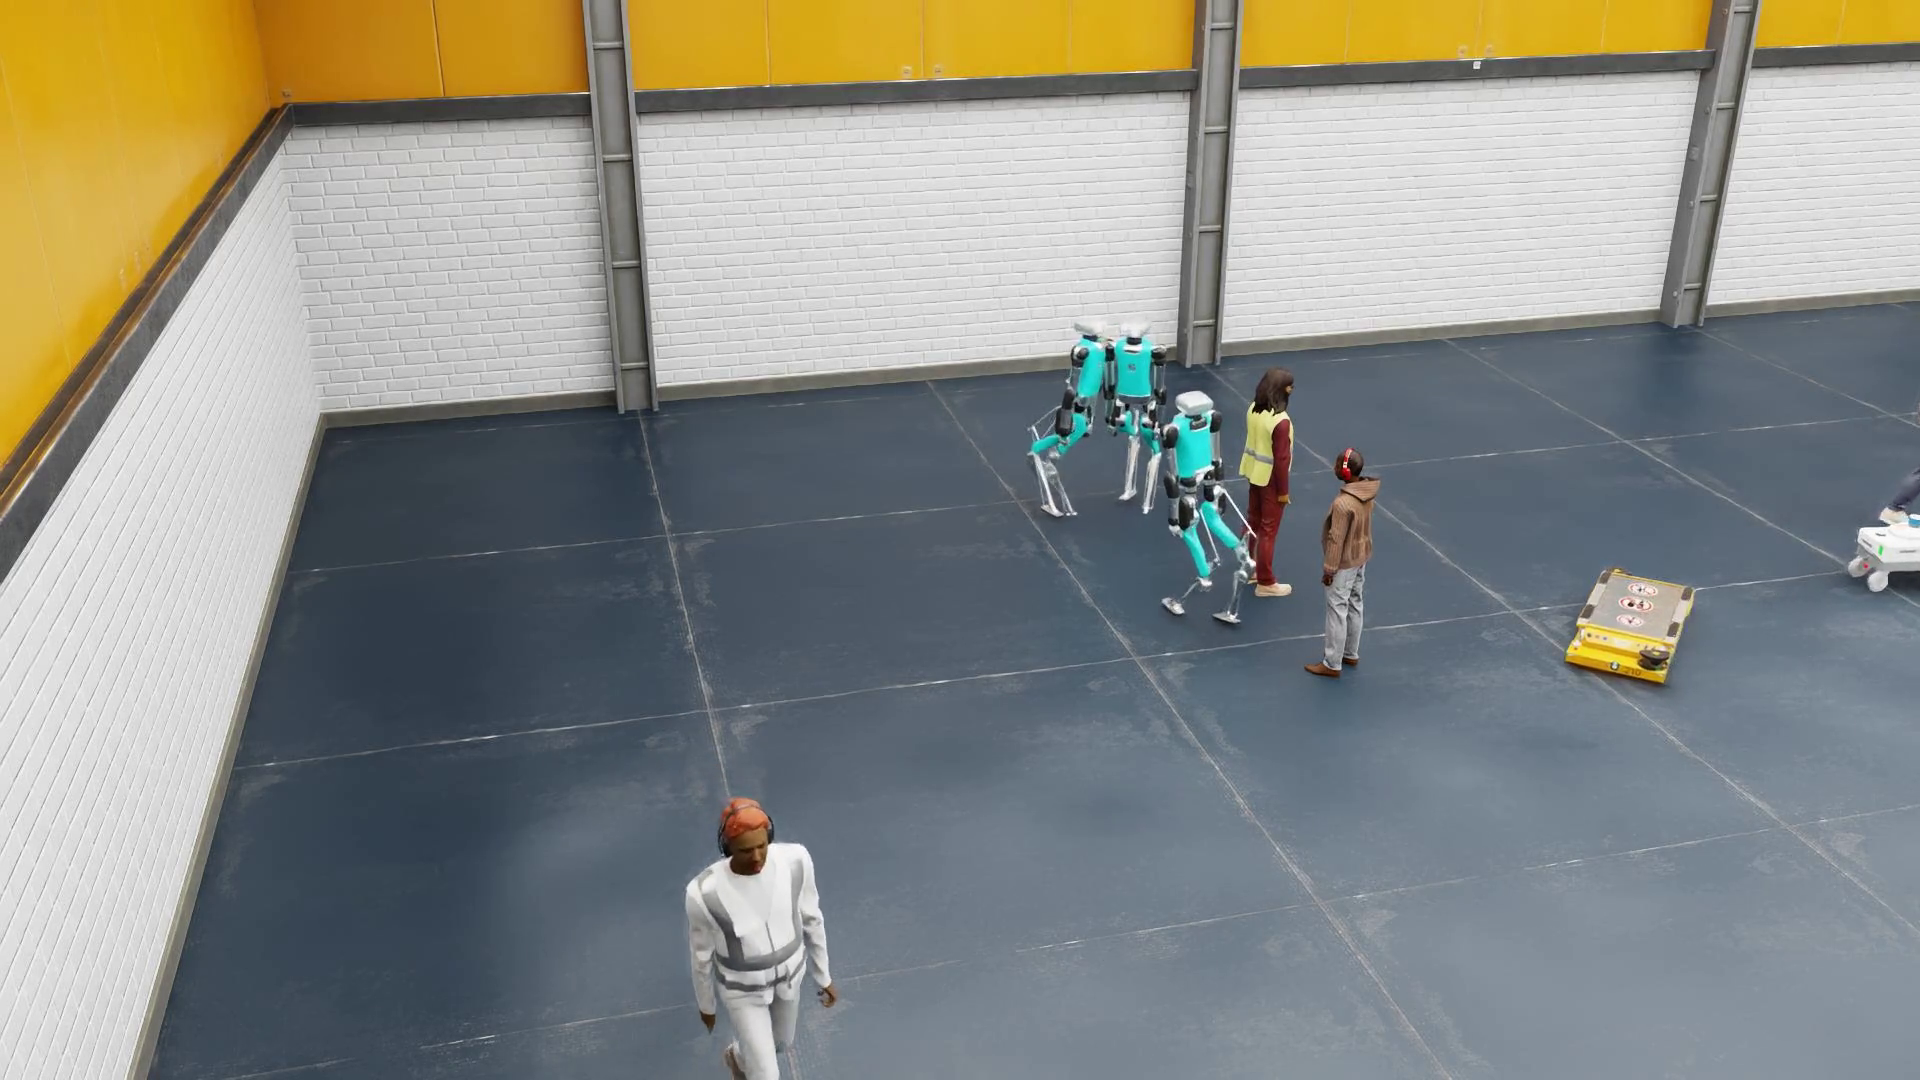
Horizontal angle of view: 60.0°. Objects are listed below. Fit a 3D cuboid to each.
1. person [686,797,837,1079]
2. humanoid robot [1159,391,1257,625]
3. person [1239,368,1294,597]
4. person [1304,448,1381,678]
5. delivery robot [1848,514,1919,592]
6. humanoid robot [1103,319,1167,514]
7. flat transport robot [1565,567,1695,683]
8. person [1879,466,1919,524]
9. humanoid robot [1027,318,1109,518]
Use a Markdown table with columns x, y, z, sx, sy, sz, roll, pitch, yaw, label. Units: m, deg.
| x | y | z | sx | sy | sz | roll | pitch | yaw | label |
| --- | --- | --- | --- | --- | --- | --- | --- | --- | --- |
| -0.883 | 1.872 | 7.149 | 0.574 | 1.855 | 0.903 | -15 | 28 | -31 | person |
| 1.807 | -0.153 | 11.905 | 0.575 | 1.771 | 0.875 | -17 | 29 | -33 | humanoid robot |
| 2.300 | -0.436 | 12.482 | 0.377 | 1.774 | 0.466 | -9 | 25 | -19 | person |
| 2.620 | 0.159 | 11.290 | 0.327 | 1.648 | 0.463 | 18 | 30 | 35 | person |
| 7.319 | 0.103 | 12.792 | 0.801 | 0.612 | 0.499 | -2 | 24 | -4 | delivery robot |
| 1.506 | -1.060 | 13.953 | 0.537 | 1.759 | 0.821 | 8 | 25 | 17 | humanoid robot |
| 4.862 | 0.594 | 12.011 | 0.659 | 0.231 | 1.431 | 13 | 27 | 27 | flat transport robot |
| 8.185 | -0.917 | 13.537 | 1.003 | 1.801 | 0.816 | 8 | 25 | 18 | person |
| 0.838 | -1.009 | 13.833 | 0.752 | 1.772 | 0.564 | 14 | 27 | 29 | humanoid robot |
